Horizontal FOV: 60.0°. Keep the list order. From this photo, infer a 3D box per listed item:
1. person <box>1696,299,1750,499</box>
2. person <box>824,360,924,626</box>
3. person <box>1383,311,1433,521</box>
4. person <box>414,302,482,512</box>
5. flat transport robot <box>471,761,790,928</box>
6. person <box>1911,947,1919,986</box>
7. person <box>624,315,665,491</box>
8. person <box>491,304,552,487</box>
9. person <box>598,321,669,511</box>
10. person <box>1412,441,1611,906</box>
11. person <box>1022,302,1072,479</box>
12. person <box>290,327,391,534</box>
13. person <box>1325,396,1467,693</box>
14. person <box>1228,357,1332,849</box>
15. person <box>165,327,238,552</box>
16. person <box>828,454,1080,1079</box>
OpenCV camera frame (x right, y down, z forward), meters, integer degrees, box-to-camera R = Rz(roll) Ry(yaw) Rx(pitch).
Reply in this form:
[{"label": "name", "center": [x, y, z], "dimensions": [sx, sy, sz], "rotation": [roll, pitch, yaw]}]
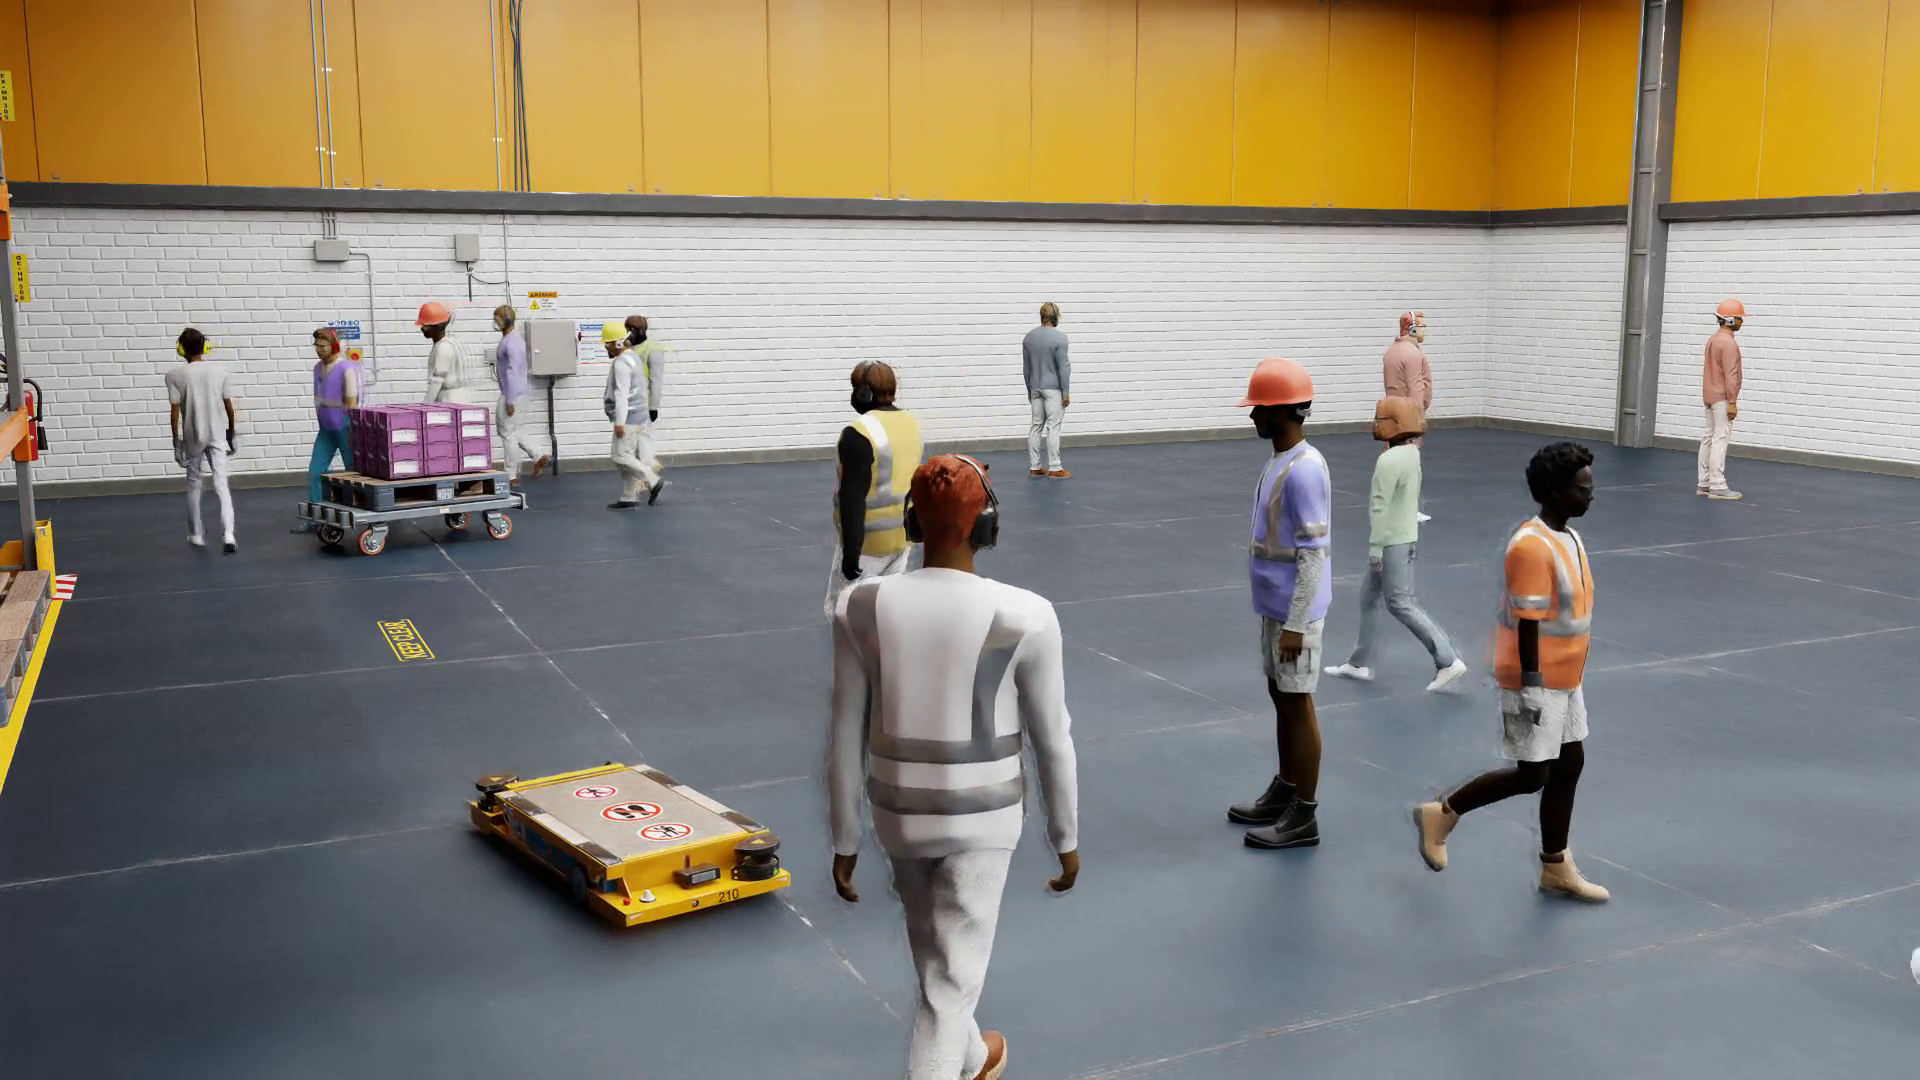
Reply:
[{"label": "person", "center": [7.648, -1.410, 16.677], "dimensions": [0.382, 1.995, 0.612], "rotation": [1, 9, 3]}, {"label": "person", "center": [-0.431, 0.001, 8.439], "dimensions": [0.444, 1.824, 0.647], "rotation": [5, 11, 30]}, {"label": "person", "center": [4.112, -1.135, 15.238], "dimensions": [0.406, 1.910, 0.639], "rotation": [-1, 9, -7]}, {"label": "person", "center": [-4.845, -1.216, 15.503], "dimensions": [1.021, 1.981, 0.610], "rotation": [-4, 10, -24]}, {"label": "flat transport robot", "center": [-1.299, 1.111, 6.367], "dimensions": [0.652, 0.197, 1.431], "rotation": [-7, 11, -36]}, {"label": "person", "center": [3.063, 0.593, 4.652], "dimensions": [0.661, 1.863, 1.020], "rotation": [0, 9, 0]}, {"label": "person", "center": [-3.313, -1.415, 17.218], "dimensions": [0.652, 1.830, 0.446], "rotation": [8, 12, 40]}, {"label": "person", "center": [-4.679, -1.505, 17.473], "dimensions": [0.580, 1.927, 0.648], "rotation": [-3, 10, -16]}, {"label": "person", "center": [-3.088, -1.150, 15.641], "dimensions": [0.583, 1.804, 0.621], "rotation": [0, 9, -1]}, {"label": "person", "center": [2.023, 0.469, 5.976], "dimensions": [0.611, 1.678, 0.539], "rotation": [7, 12, 37]}, {"label": "person", "center": [0.963, -1.631, 18.222], "dimensions": [0.631, 1.939, 0.369], "rotation": [9, 13, 43]}, {"label": "person", "center": [-5.406, -0.970, 14.585], "dimensions": [0.585, 1.797, 0.922], "rotation": [7, 12, 38]}, {"label": "person", "center": [2.392, 0.016, 9.027], "dimensions": [0.792, 1.601, 0.508], "rotation": [6, 11, 31]}, {"label": "person", "center": [1.266, 0.252, 6.552], "dimensions": [0.376, 1.934, 0.547], "rotation": [0, 9, 0]}, {"label": "person", "center": [-6.136, -0.816, 13.524], "dimensions": [0.528, 1.828, 0.965], "rotation": [-6, 11, -31]}, {"label": "person", "center": [-0.015, 0.701, 4.119], "dimensions": [0.589, 1.831, 1.009], "rotation": [3, 10, 18]}]
